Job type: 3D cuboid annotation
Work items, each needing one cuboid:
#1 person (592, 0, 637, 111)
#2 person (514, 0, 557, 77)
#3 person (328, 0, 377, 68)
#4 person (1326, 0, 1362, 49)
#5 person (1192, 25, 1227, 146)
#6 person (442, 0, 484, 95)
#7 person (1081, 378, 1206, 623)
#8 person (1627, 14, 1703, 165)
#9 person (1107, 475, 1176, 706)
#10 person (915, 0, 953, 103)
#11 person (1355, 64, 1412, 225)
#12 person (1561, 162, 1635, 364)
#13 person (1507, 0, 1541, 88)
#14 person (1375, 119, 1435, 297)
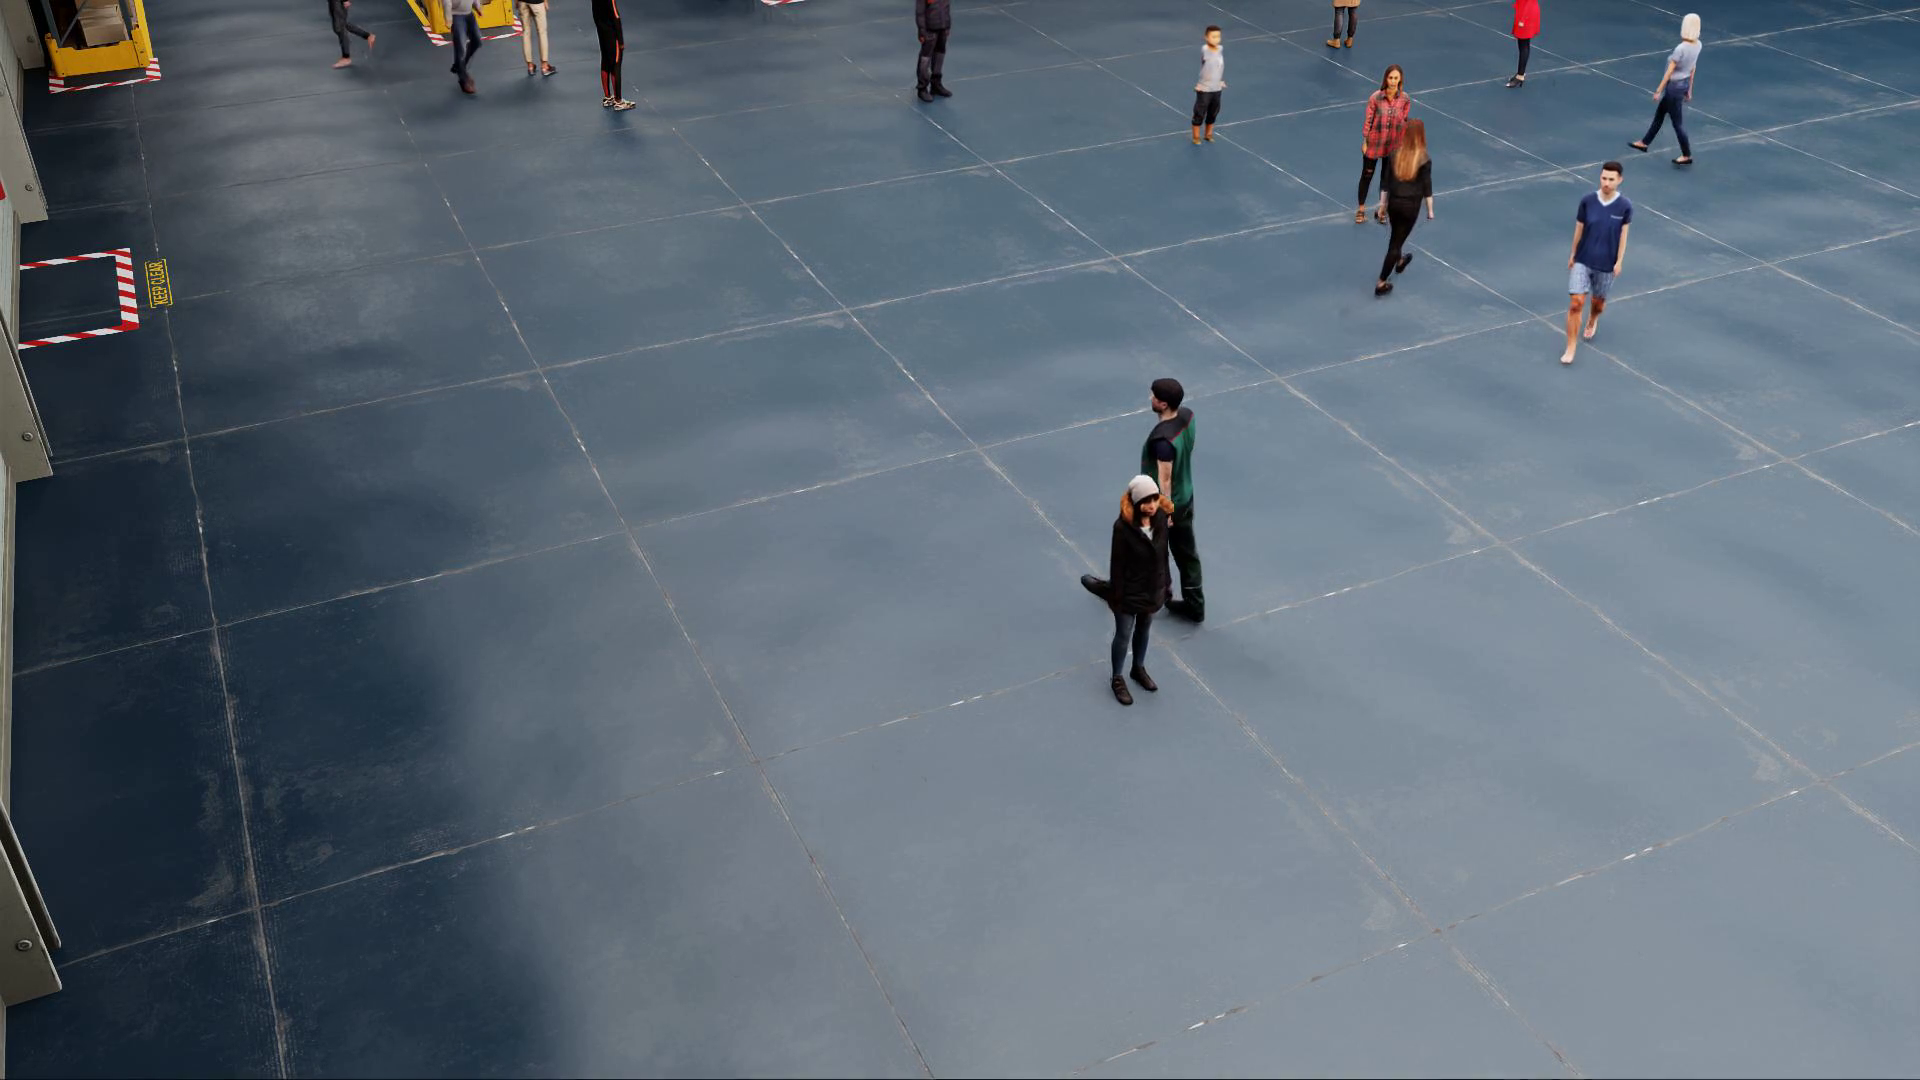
[{"bbox_3d":[-4.392,-6.325,20.803,0.752,1.808,0.577,-26,41,-34],"label":"person"},{"bbox_3d":[-5.664,-7.089,21.944,0.720,1.846,0.755,7,34,10],"label":"person"},{"bbox_3d":[-8.256,-7.311,22.302,0.898,1.826,0.936,-23,39,-31],"label":"person"},{"bbox_3d":[5.374,-7.694,22.983,0.693,1.727,0.683,-7,34,-11],"label":"person"},{"bbox_3d":[2.968,-5.456,19.790,0.586,1.456,0.494,-16,36,-23],"label":"person"},{"bbox_3d":[-6.456,-6.770,21.424,1.008,1.876,0.944,16,36,23],"label":"person"},{"bbox_3d":[1.508,-0.225,11.381,1.265,1.854,1.140,17,37,24],"label":"person"},{"bbox_3d":[8.288,-5.122,19.070,0.774,1.682,1.159,-23,39,-31],"label":"person"},{"bbox_3d":[1.152,0.289,10.792,0.660,1.635,0.648,-19,37,-26],"label":"person"},{"bbox_3d":[-0.350,-6.544,21.124,0.728,1.825,0.778,28,42,36],"label":"person"},{"bbox_3d":[4.483,-4.195,17.625,0.696,1.703,0.710,2,33,4],"label":"person"},{"bbox_3d":[5.734,-2.530,14.953,1.082,1.823,1.082,16,36,23],"label":"person"},{"bbox_3d":[7.343,-6.746,21.505,0.787,1.749,0.738,15,36,22],"label":"person"},{"bbox_3d":[4.235,-3.169,16.074,1.090,1.674,0.927,28,42,36],"label":"person"}]
